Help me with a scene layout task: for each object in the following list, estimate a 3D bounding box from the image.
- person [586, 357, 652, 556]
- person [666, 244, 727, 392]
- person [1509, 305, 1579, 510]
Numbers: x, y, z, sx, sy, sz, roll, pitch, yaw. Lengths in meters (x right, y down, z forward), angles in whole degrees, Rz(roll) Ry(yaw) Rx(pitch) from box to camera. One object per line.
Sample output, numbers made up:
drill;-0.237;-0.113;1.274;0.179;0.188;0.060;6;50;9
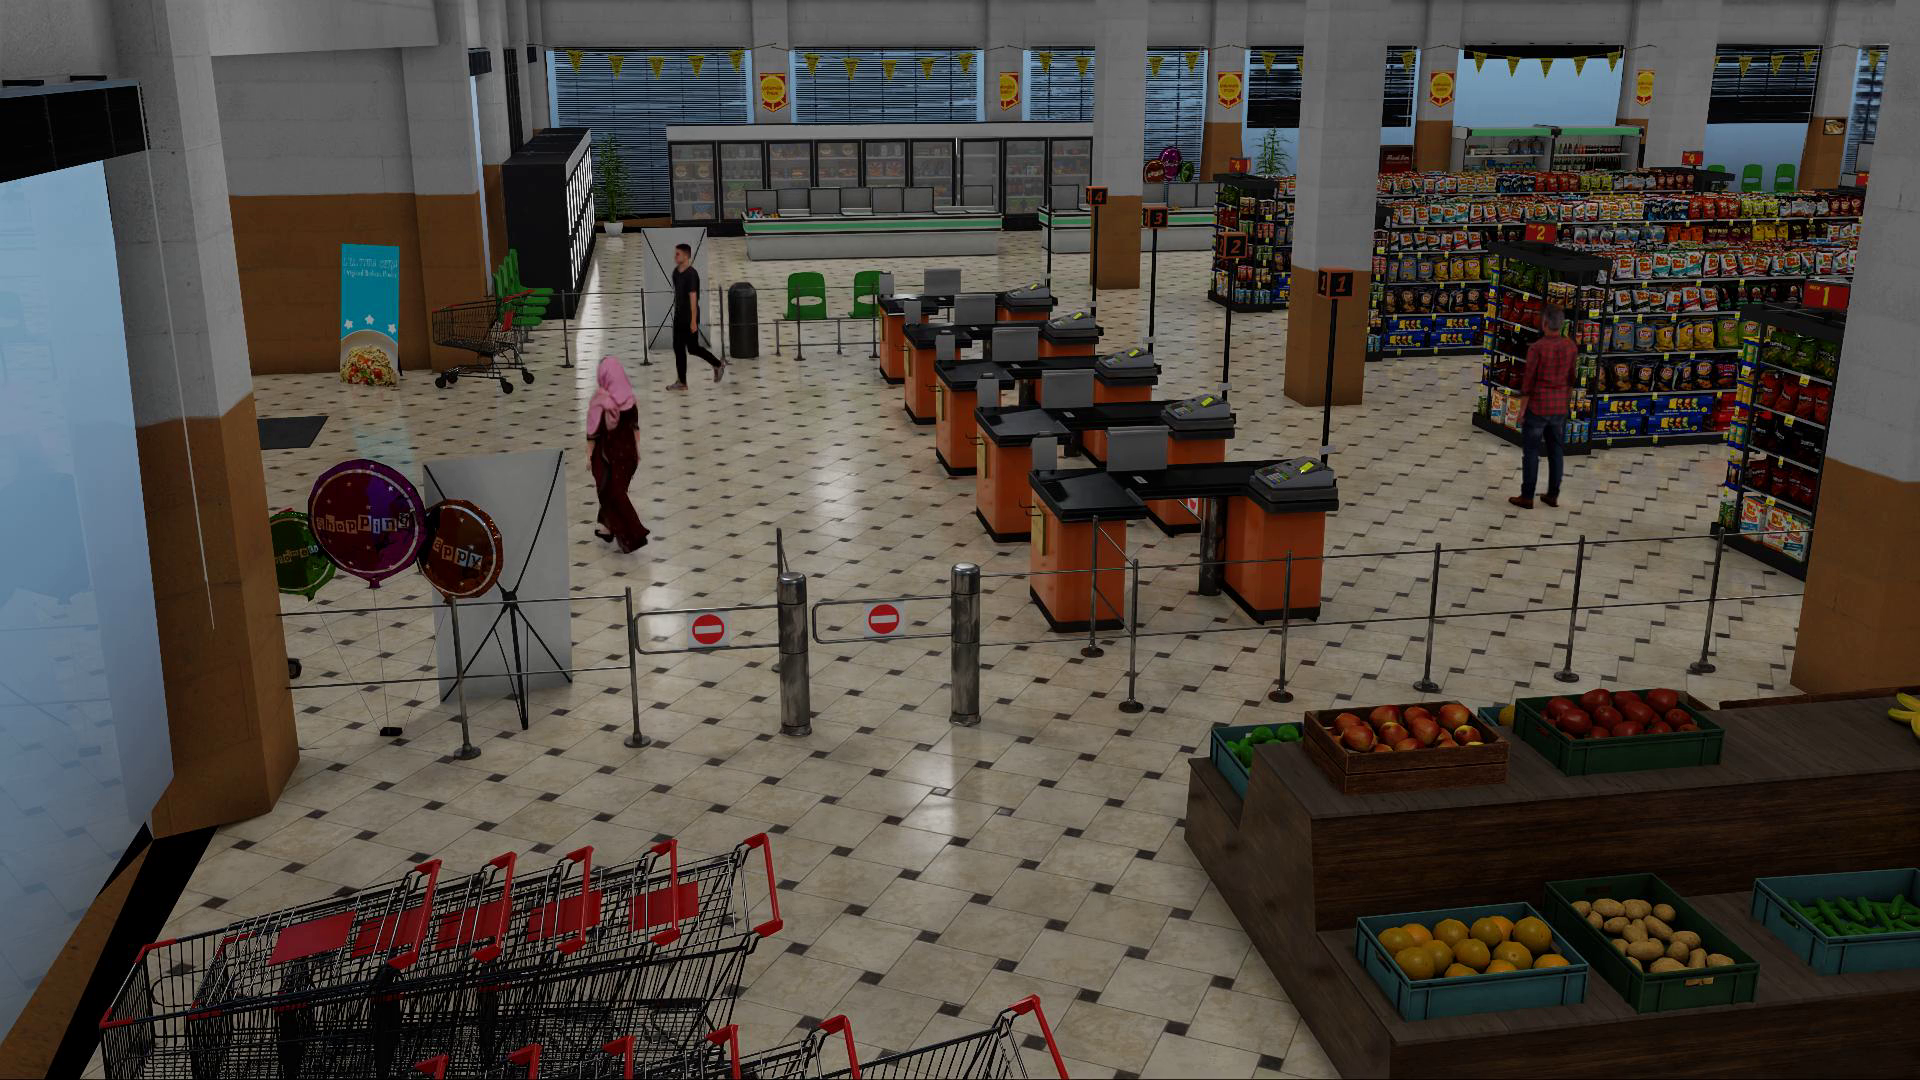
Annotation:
person;-2.792;-0.669;13.609;1.057;1.604;1.071;16;23;42
person;-3.189;-2.647;19.879;1.092;1.747;0.922;-13;21;-36
person;5.271;-1.200;14.969;0.502;1.831;0.757;-4;17;-14
